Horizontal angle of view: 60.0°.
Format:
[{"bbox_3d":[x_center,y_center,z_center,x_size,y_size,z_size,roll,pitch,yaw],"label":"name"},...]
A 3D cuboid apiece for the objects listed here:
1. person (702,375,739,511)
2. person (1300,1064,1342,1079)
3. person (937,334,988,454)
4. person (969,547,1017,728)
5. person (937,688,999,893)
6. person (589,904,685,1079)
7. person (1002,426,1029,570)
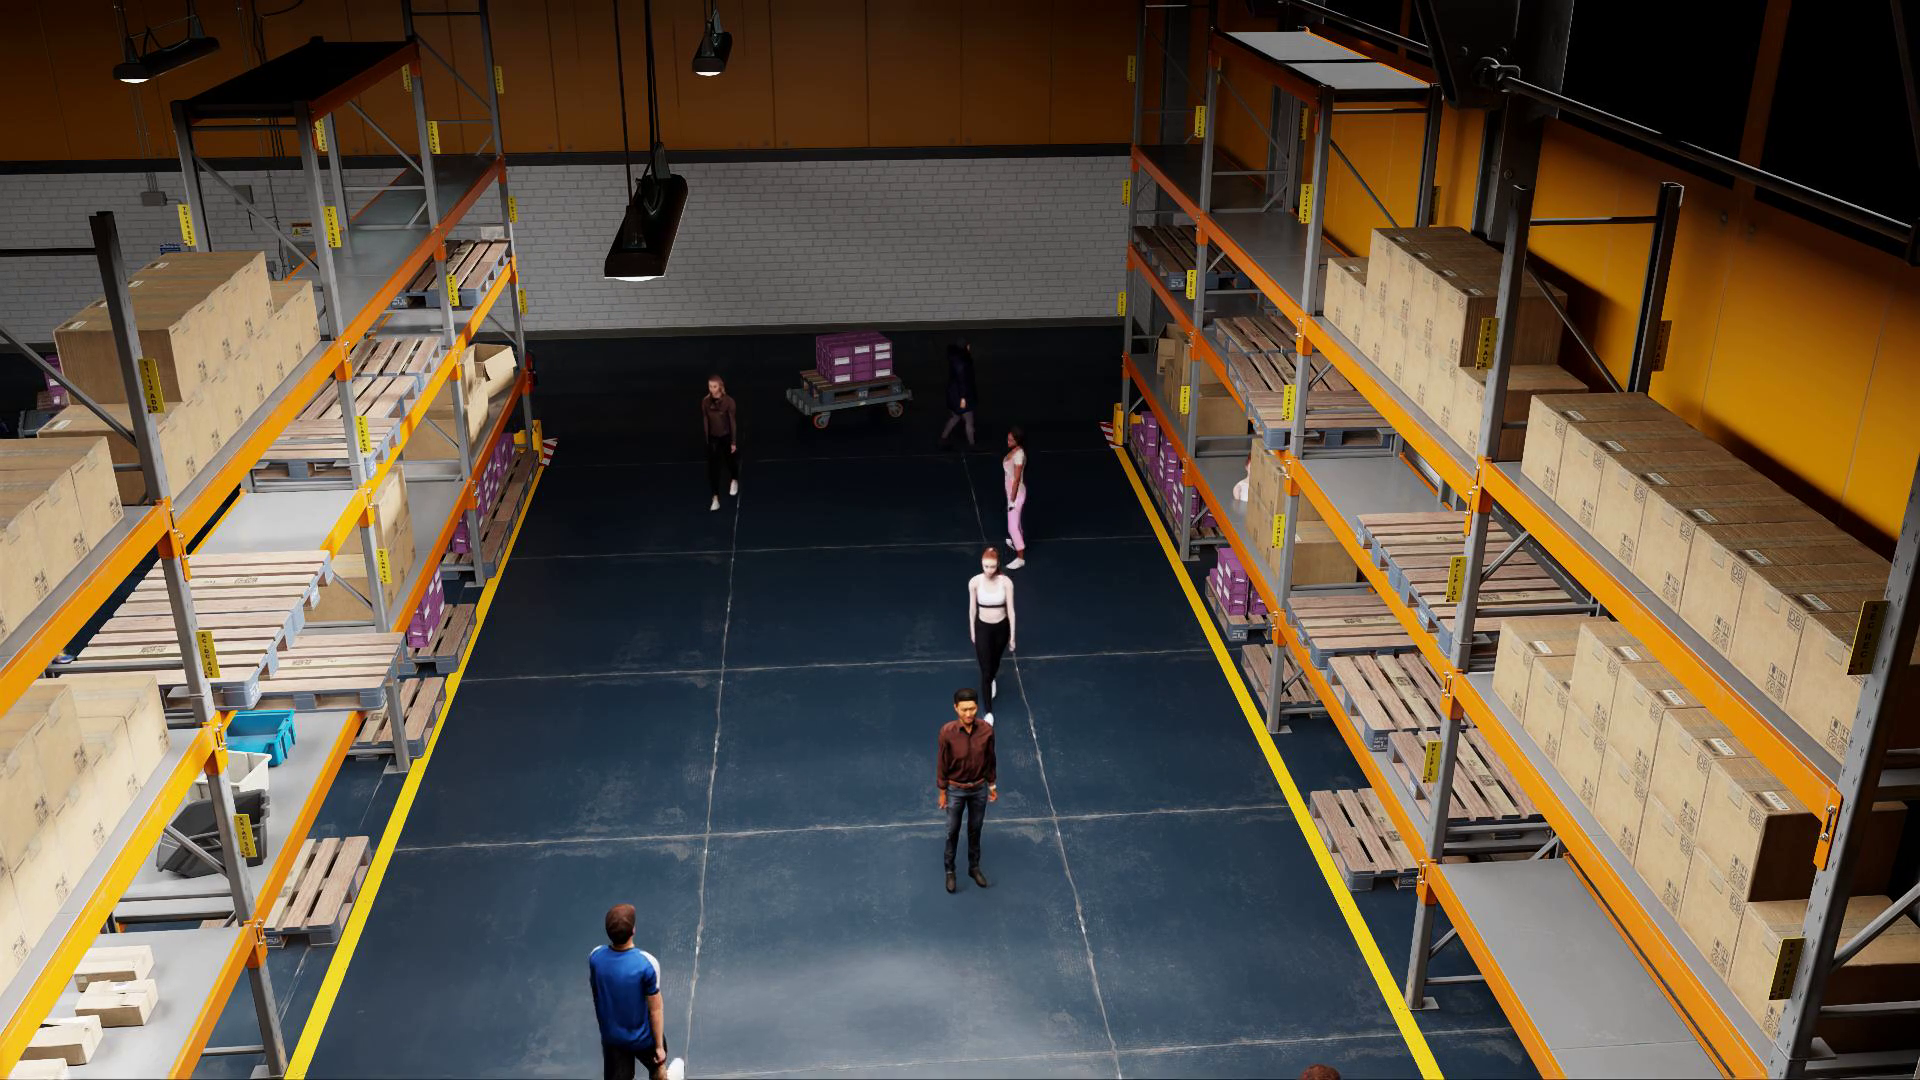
[{"bbox_3d":[-2.951,-1.264,20.828,0.719,1.661,1.138,2,24,4],"label":"person"},{"bbox_3d":[1.976,3.688,9.513,0.712,1.651,0.587,-12,26,-25],"label":"person"},{"bbox_3d":[-0.054,-1.955,22.411,0.789,1.659,0.883,-5,24,-12],"label":"person"},{"bbox_3d":[0.317,0.867,15.913,0.662,1.693,1.198,0,24,0],"label":"person"},{"bbox_3d":[0.042,1.970,13.279,0.682,1.782,0.581,-6,24,-14],"label":"person"},{"bbox_3d":[-2.129,3.177,10.477,0.901,1.815,1.303,4,24,9],"label":"person"},{"bbox_3d":[0.658,-0.516,19.042,0.938,1.721,0.516,5,24,11],"label":"person"}]
